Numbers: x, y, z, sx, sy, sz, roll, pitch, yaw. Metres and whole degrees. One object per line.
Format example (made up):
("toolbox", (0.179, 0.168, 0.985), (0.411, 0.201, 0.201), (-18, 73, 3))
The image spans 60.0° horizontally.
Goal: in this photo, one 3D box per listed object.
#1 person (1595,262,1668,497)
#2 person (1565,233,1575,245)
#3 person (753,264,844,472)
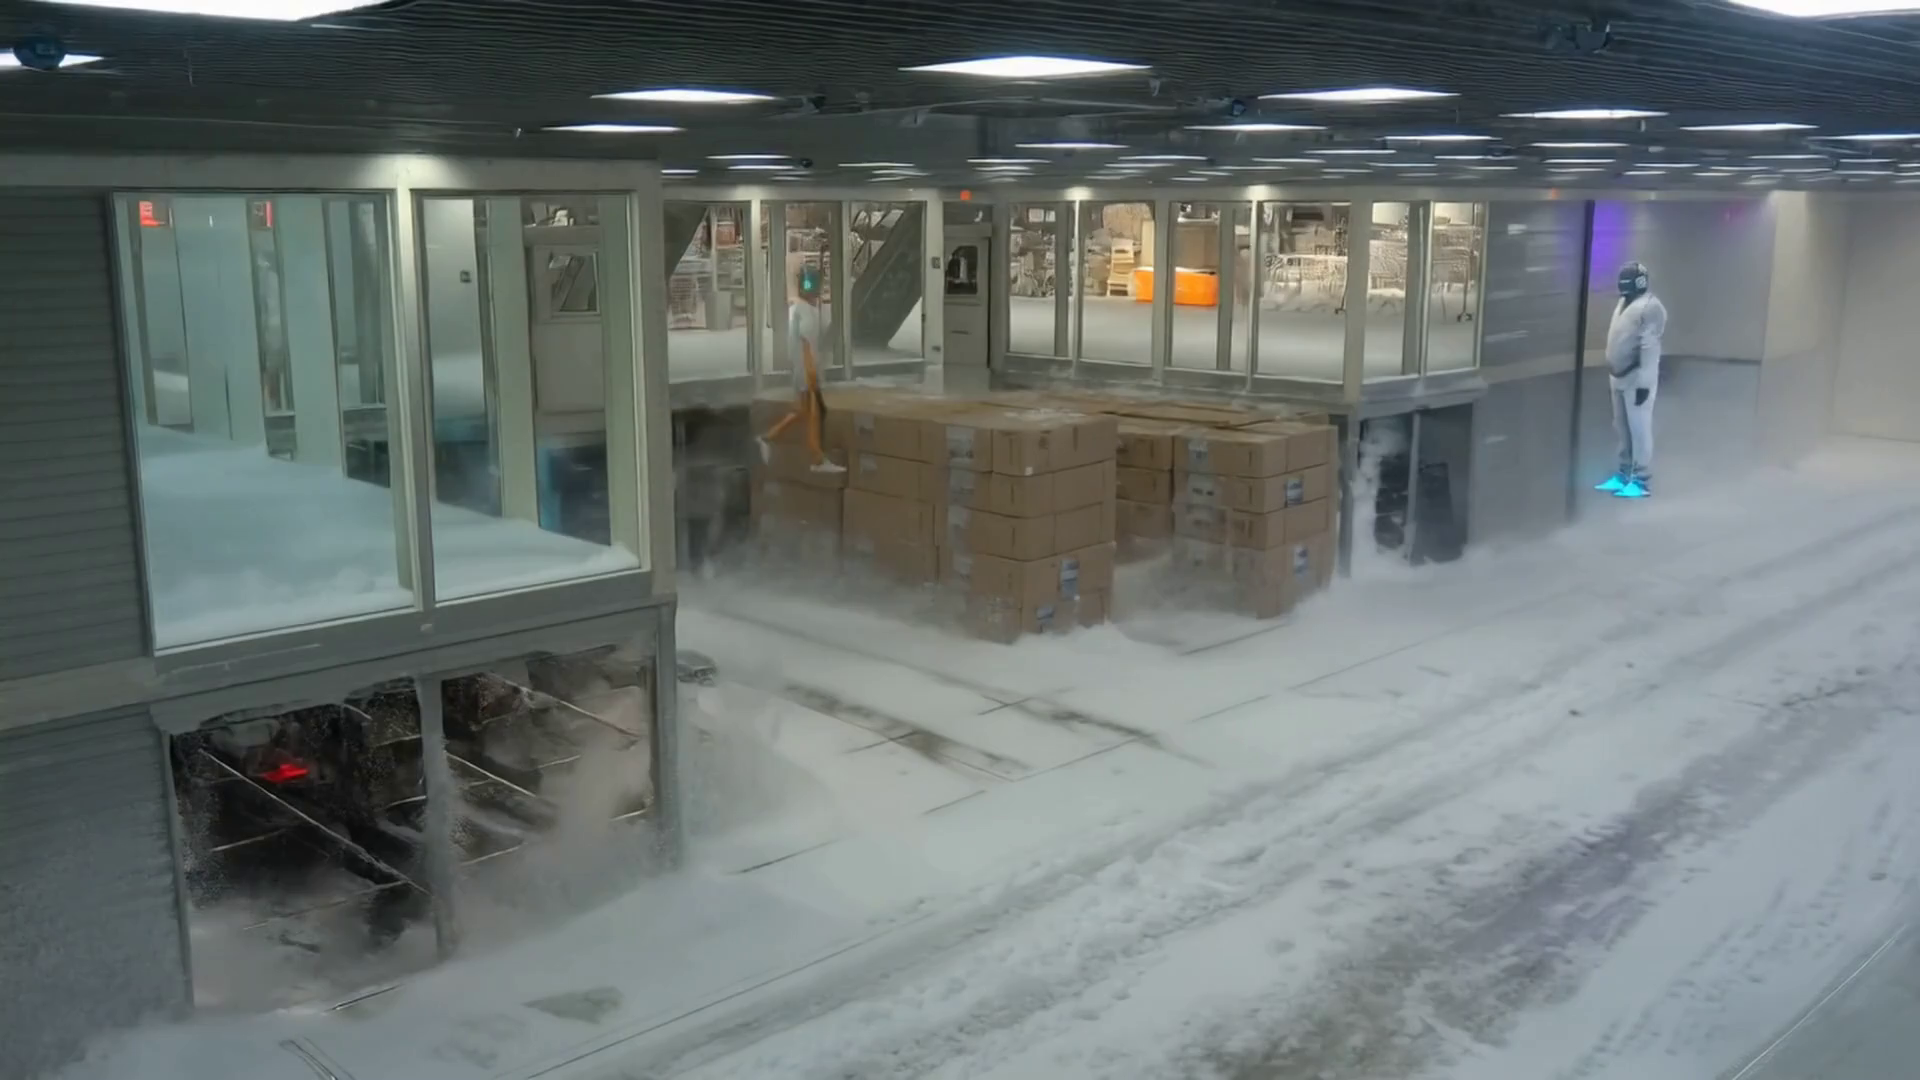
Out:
("person", (5.430, -1.297, 13.502), (0.398, 1.900, 0.634), (-1, 11, -6))
("person", (18.586, -8.813, 50.824), (0.653, 2.025, 0.579), (-8, 14, -34))
("person", (-1.428, -1.498, 14.639), (0.720, 1.848, 0.527), (-2, 11, -10))
